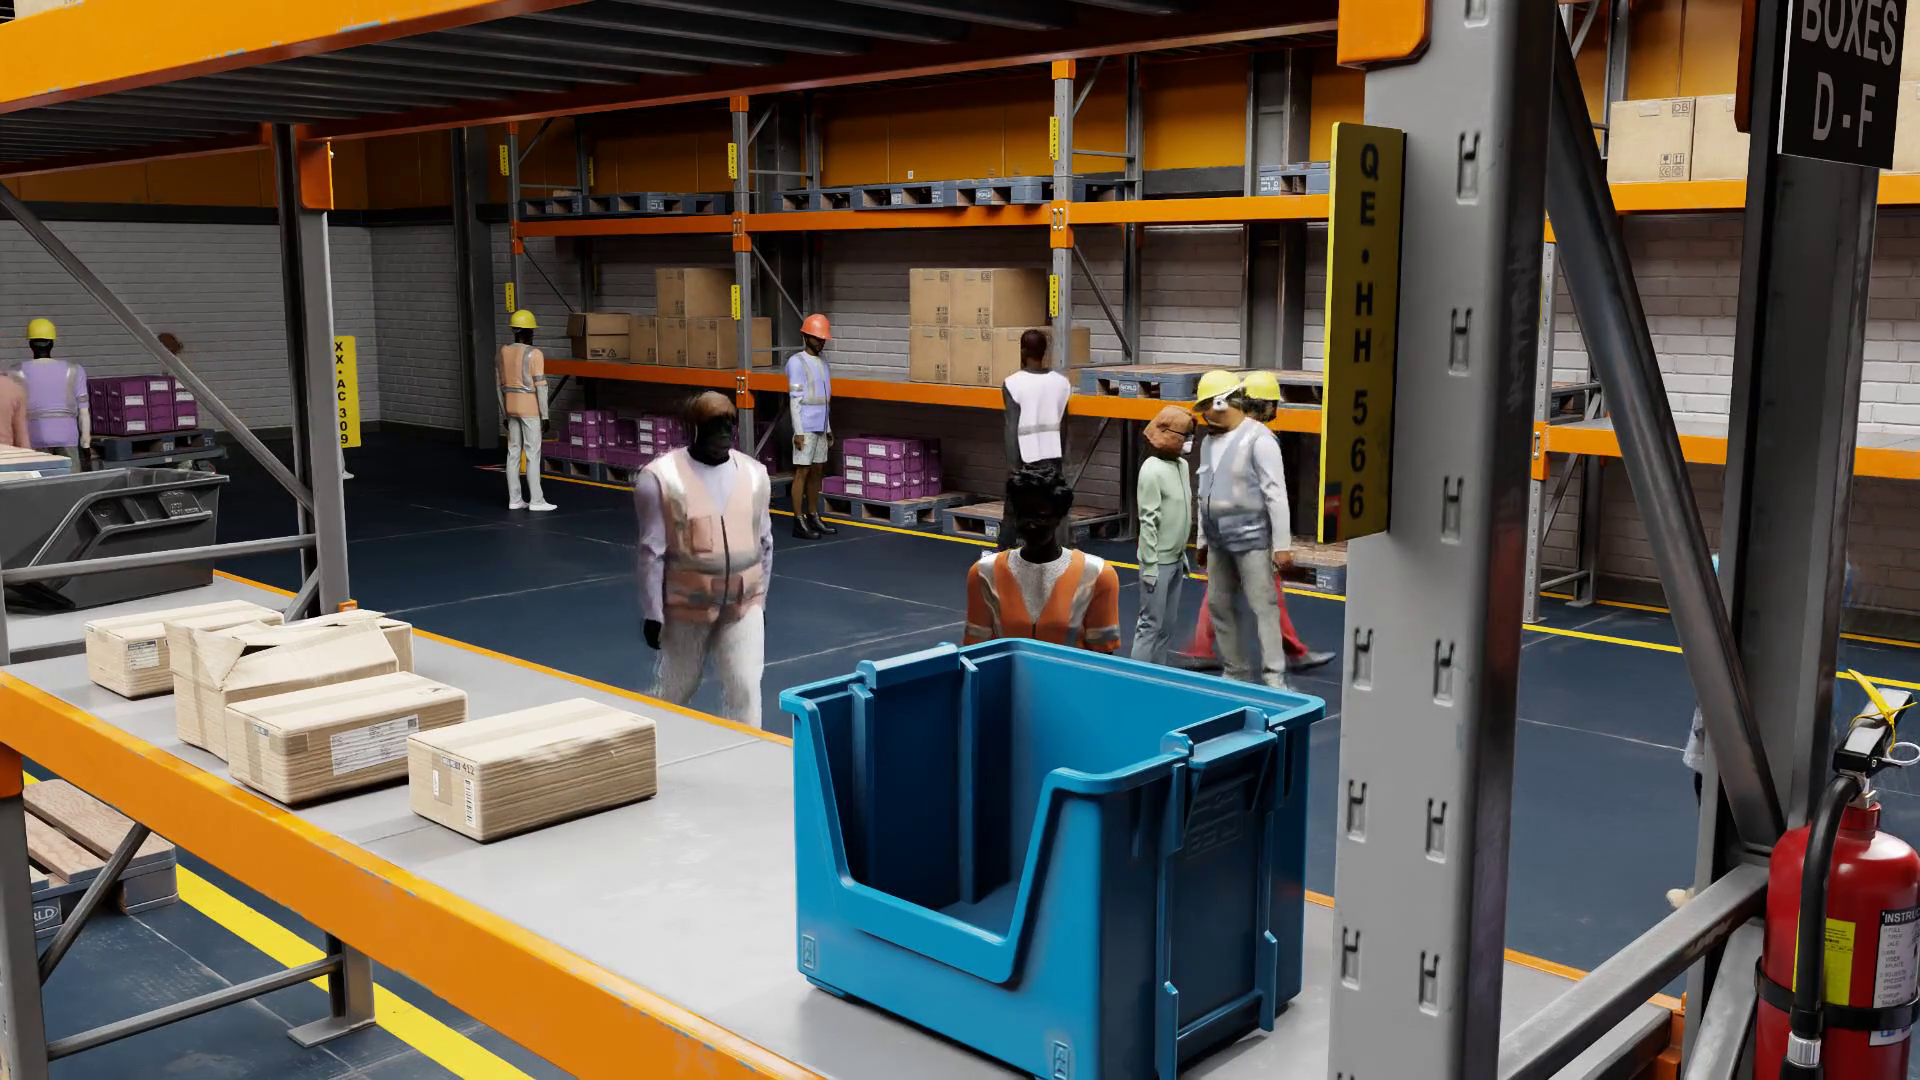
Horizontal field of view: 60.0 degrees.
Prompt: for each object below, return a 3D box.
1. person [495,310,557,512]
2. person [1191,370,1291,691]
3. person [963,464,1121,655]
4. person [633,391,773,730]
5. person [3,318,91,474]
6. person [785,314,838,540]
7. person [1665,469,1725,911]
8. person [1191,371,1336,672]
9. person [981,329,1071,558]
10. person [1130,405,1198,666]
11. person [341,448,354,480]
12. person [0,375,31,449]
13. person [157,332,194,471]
[{"bbox_3d":[-4.154,-1.227,15.884,0.588,1.927,0.371,5,10,27],"label":"person"},{"bbox_3d":[1.511,0.014,8.755,0.406,1.787,0.766,-6,11,-31],"label":"person"},{"bbox_3d":[0.267,0.583,5.515,0.530,1.689,0.321,2,9,13],"label":"person"},{"bbox_3d":[-1.103,0.255,7.176,0.626,1.817,0.899,-5,10,-27],"label":"person"},{"bbox_3d":[-7.200,-0.782,13.154,0.589,1.927,0.388,-7,11,-35],"label":"person"},{"bbox_3d":[-1.257,-0.974,14.330,0.374,1.928,0.542,5,10,27],"label":"person"},{"bbox_3d":[2.780,0.550,5.718,0.541,1.679,0.562,-4,10,-22],"label":"person"},{"bbox_3d":[1.734,-0.087,9.474,0.828,1.733,0.545,-2,9,-10],"label":"person"},{"bbox_3d":[0.510,-0.605,12.235,0.610,1.864,0.995,-5,11,-28],"label":"person"},{"bbox_3d":[1.055,0.122,8.507,0.281,1.632,0.507,5,10,28],"label":"person"},{"bbox_3d":[-6.960,-1.577,18.224,0.520,1.865,0.327,0,9,2],"label":"person"},{"bbox_3d":[-6.870,-0.510,11.688,0.956,1.869,0.637,7,11,35],"label":"person"},{"bbox_3d":[-8.793,-1.512,18.577,0.328,1.612,0.526,-3,10,-19],"label":"person"}]
